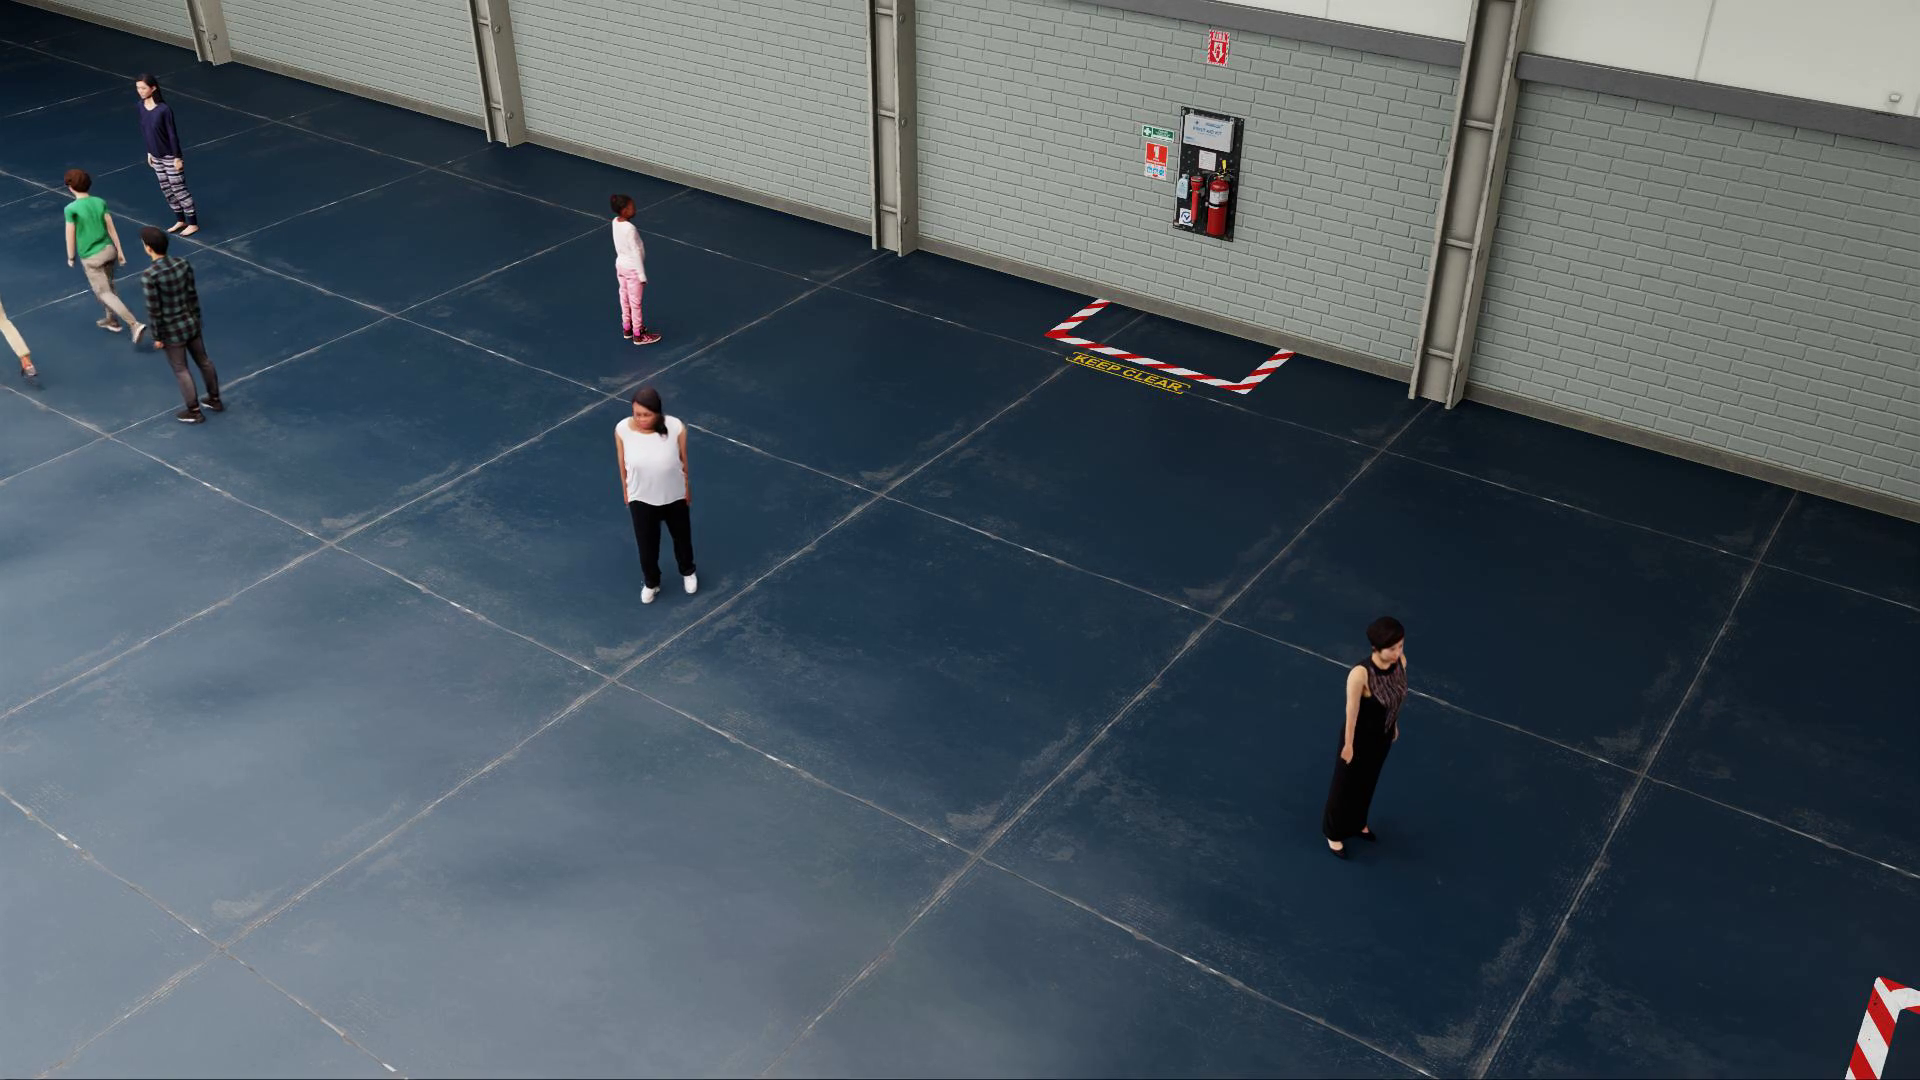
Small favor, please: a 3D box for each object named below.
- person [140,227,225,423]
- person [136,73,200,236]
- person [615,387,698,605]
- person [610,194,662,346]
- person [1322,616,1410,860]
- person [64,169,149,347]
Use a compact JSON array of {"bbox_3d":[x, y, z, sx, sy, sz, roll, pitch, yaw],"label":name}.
[{"bbox_3d":[-6.618,-1.826,14.051,0.567,1.713,0.702,15,35,22],"label":"person"},{"bbox_3d":[-8.425,-4.109,17.646,0.514,1.733,0.696,13,35,20],"label":"person"},{"bbox_3d":[-2.120,-0.363,11.754,0.798,1.685,0.864,-5,33,-8],"label":"person"},{"bbox_3d":[-3.063,-2.530,15.417,0.665,1.441,0.533,-21,38,-30],"label":"person"},{"bbox_3d":[2.329,1.103,9.506,0.650,1.603,0.632,-20,38,-29],"label":"person"},{"bbox_3d":[-7.891,-2.583,15.330,1.100,1.623,0.635,16,36,24],"label":"person"}]
